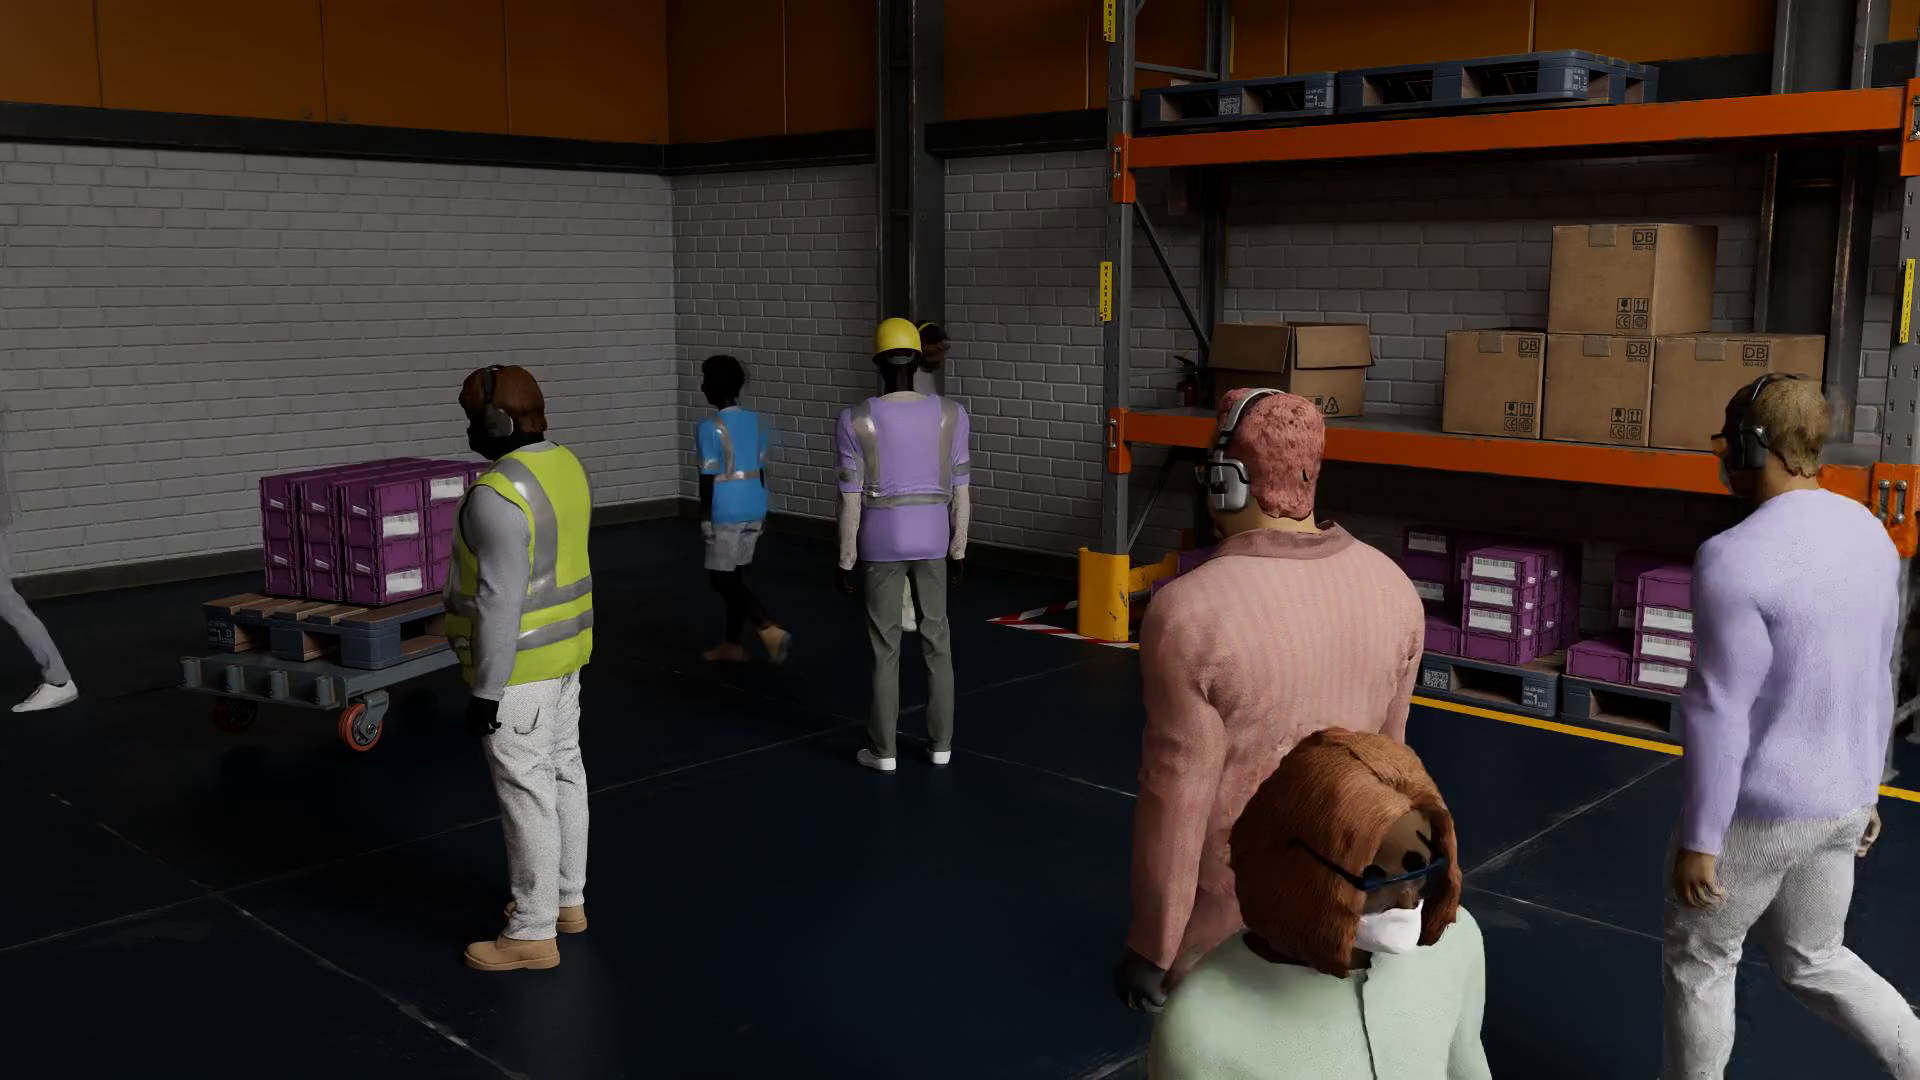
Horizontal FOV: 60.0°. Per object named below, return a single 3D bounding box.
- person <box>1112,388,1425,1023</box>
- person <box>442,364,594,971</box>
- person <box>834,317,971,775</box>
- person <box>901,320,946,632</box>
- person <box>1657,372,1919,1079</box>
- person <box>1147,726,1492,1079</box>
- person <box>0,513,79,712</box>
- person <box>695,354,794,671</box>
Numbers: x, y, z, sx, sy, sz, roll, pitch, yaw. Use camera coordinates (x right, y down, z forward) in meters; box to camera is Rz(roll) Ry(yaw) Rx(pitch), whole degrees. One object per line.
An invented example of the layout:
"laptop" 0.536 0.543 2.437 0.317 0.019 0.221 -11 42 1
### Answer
"person" 0.549 0.667 3.135 0.652 1.905 0.409 -6 11 -34
"person" -1.344 0.386 5.078 0.429 1.838 0.622 1 9 8
"person" -0.248 0.030 7.006 0.585 1.917 0.381 -3 10 -17
"person" -0.239 -0.393 9.903 0.334 1.831 0.660 -1 9 -4
"person" 1.881 0.592 3.632 0.661 1.907 0.823 -6 11 -31
"person" 0.410 0.976 2.145 0.550 1.607 0.640 -5 11 -30
"person" -4.686 -0.038 7.745 1.000 1.817 0.502 -9 13 -42
"person" -1.124 -0.127 8.715 0.637 1.685 0.539 5 11 29
